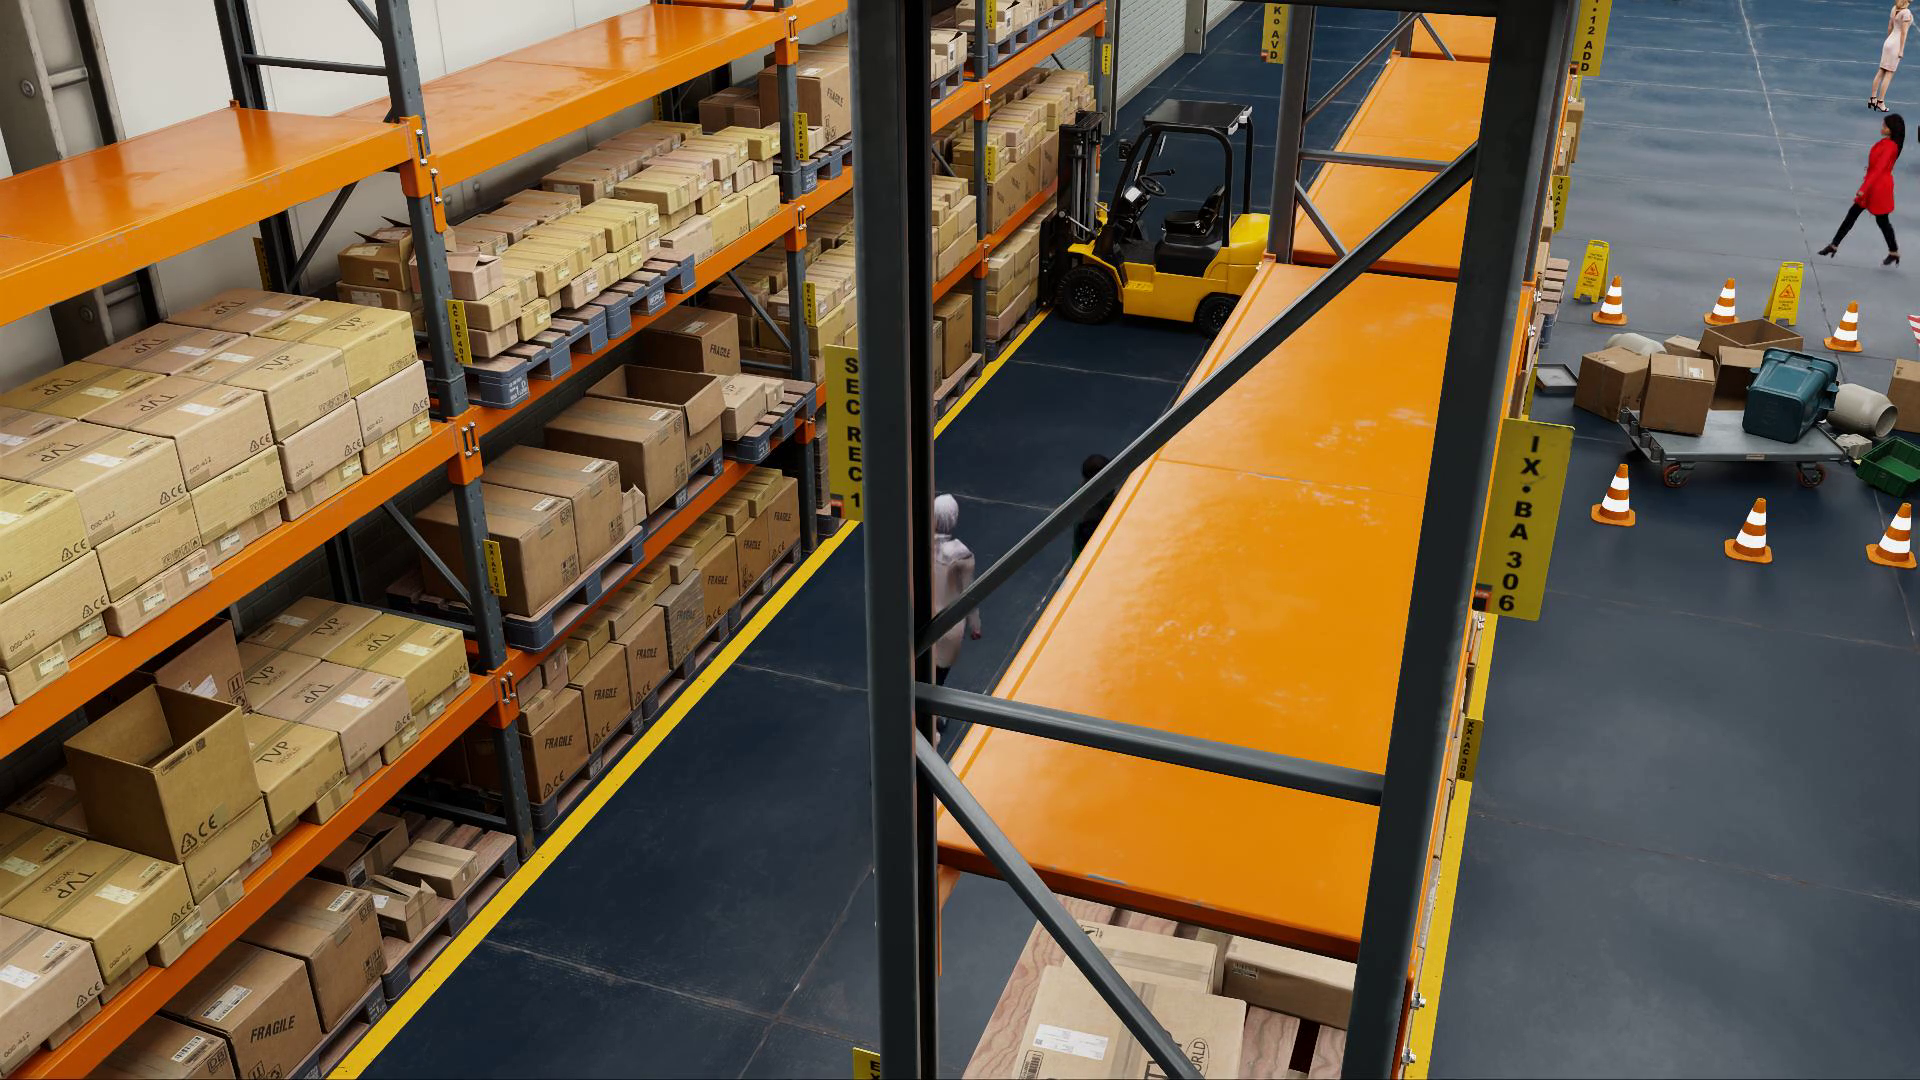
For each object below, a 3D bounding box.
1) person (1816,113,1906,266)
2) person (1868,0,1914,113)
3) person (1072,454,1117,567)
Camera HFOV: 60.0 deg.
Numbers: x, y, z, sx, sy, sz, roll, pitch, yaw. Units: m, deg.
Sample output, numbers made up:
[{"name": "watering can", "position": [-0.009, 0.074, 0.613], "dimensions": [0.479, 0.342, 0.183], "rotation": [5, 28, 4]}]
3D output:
[{"name": "person", "position": [10.361, -3.856, 18.605], "dimensions": [0.676, 1.696, 1.010], "rotation": [10, 30, 18]}, {"name": "person", "position": [14.135, -7.452, 25.212], "dimensions": [0.702, 1.830, 0.562], "rotation": [-1, 28, -2]}, {"name": "person", "position": [0.850, 0.227, 10.765], "dimensions": [1.040, 1.857, 0.761], "rotation": [-5, 28, -9]}]
